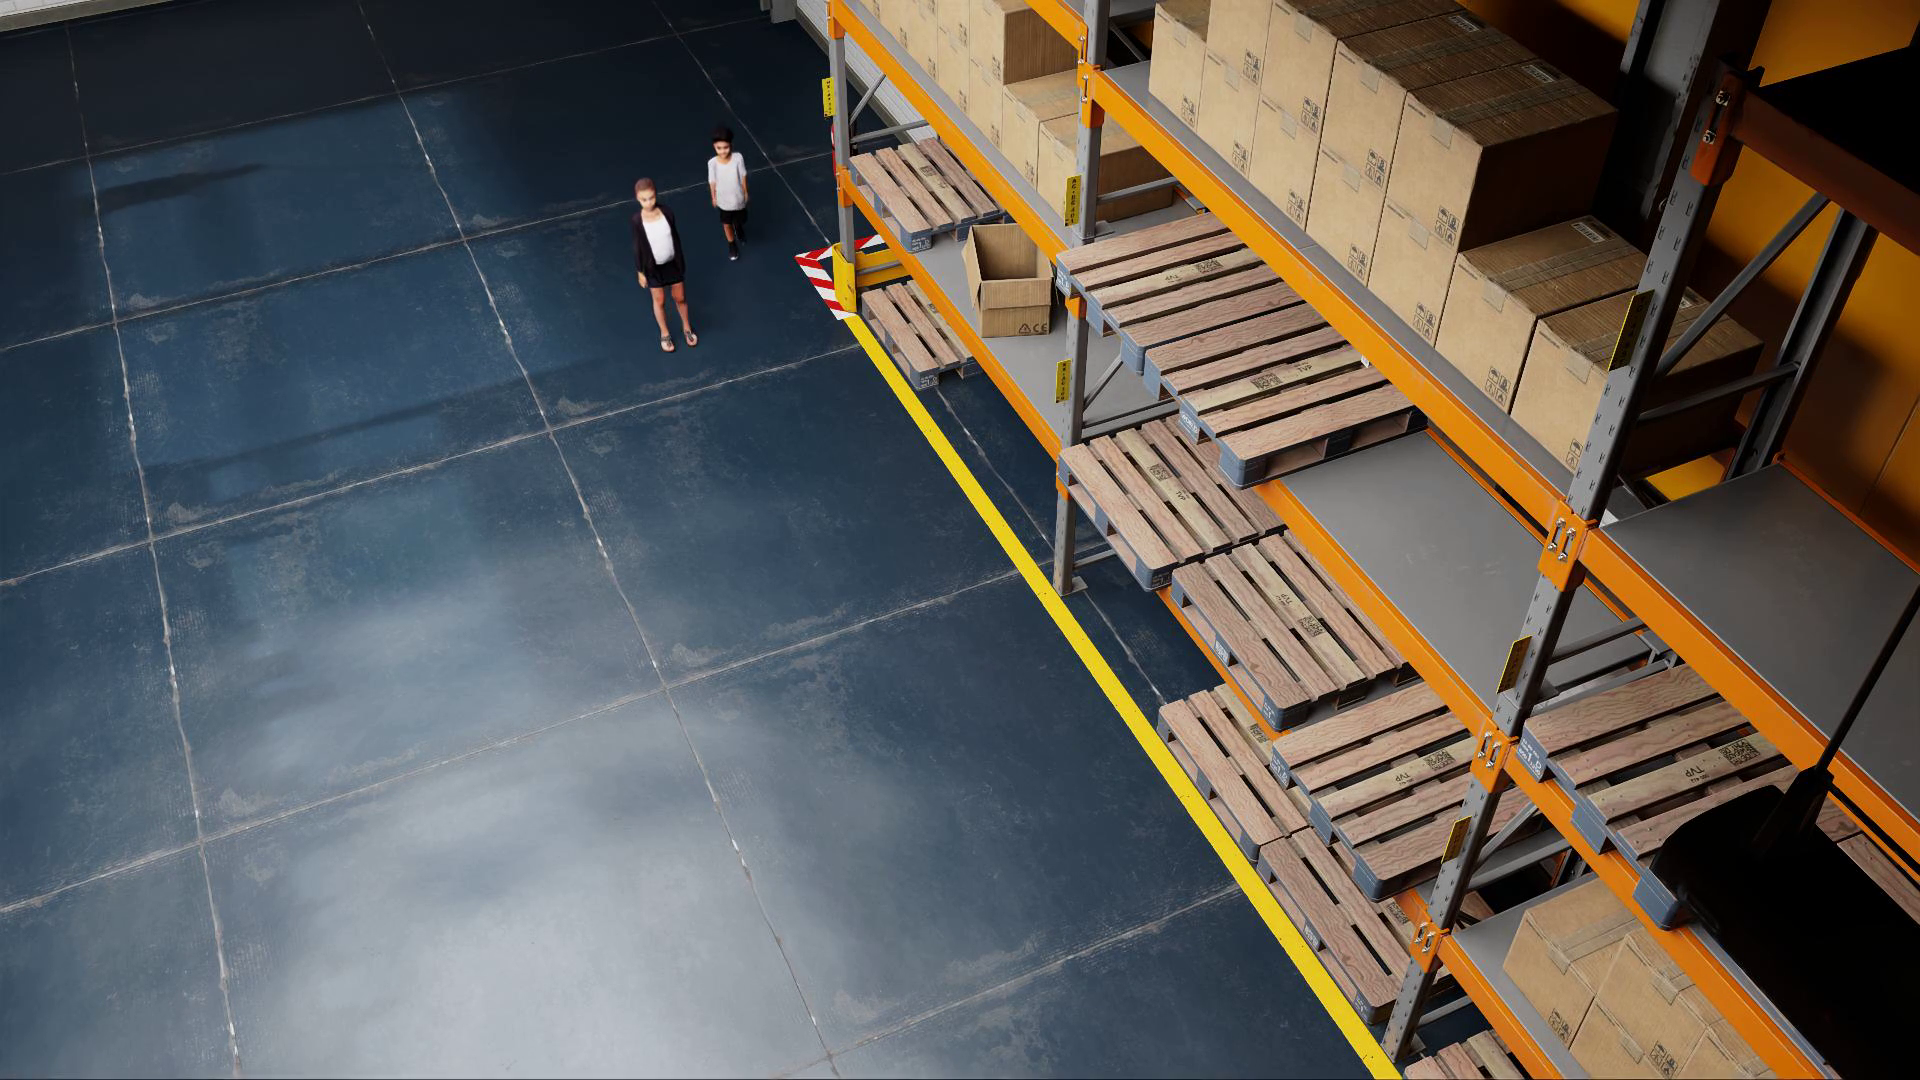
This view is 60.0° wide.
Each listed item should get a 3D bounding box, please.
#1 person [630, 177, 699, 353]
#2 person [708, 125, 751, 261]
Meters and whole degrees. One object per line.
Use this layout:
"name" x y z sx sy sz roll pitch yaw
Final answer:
"person" -2.457 -2.296 13.579 0.580 1.552 0.586 -16 46 -16
"person" -2.032 -3.098 14.639 0.557 1.251 0.650 -9 44 -9
